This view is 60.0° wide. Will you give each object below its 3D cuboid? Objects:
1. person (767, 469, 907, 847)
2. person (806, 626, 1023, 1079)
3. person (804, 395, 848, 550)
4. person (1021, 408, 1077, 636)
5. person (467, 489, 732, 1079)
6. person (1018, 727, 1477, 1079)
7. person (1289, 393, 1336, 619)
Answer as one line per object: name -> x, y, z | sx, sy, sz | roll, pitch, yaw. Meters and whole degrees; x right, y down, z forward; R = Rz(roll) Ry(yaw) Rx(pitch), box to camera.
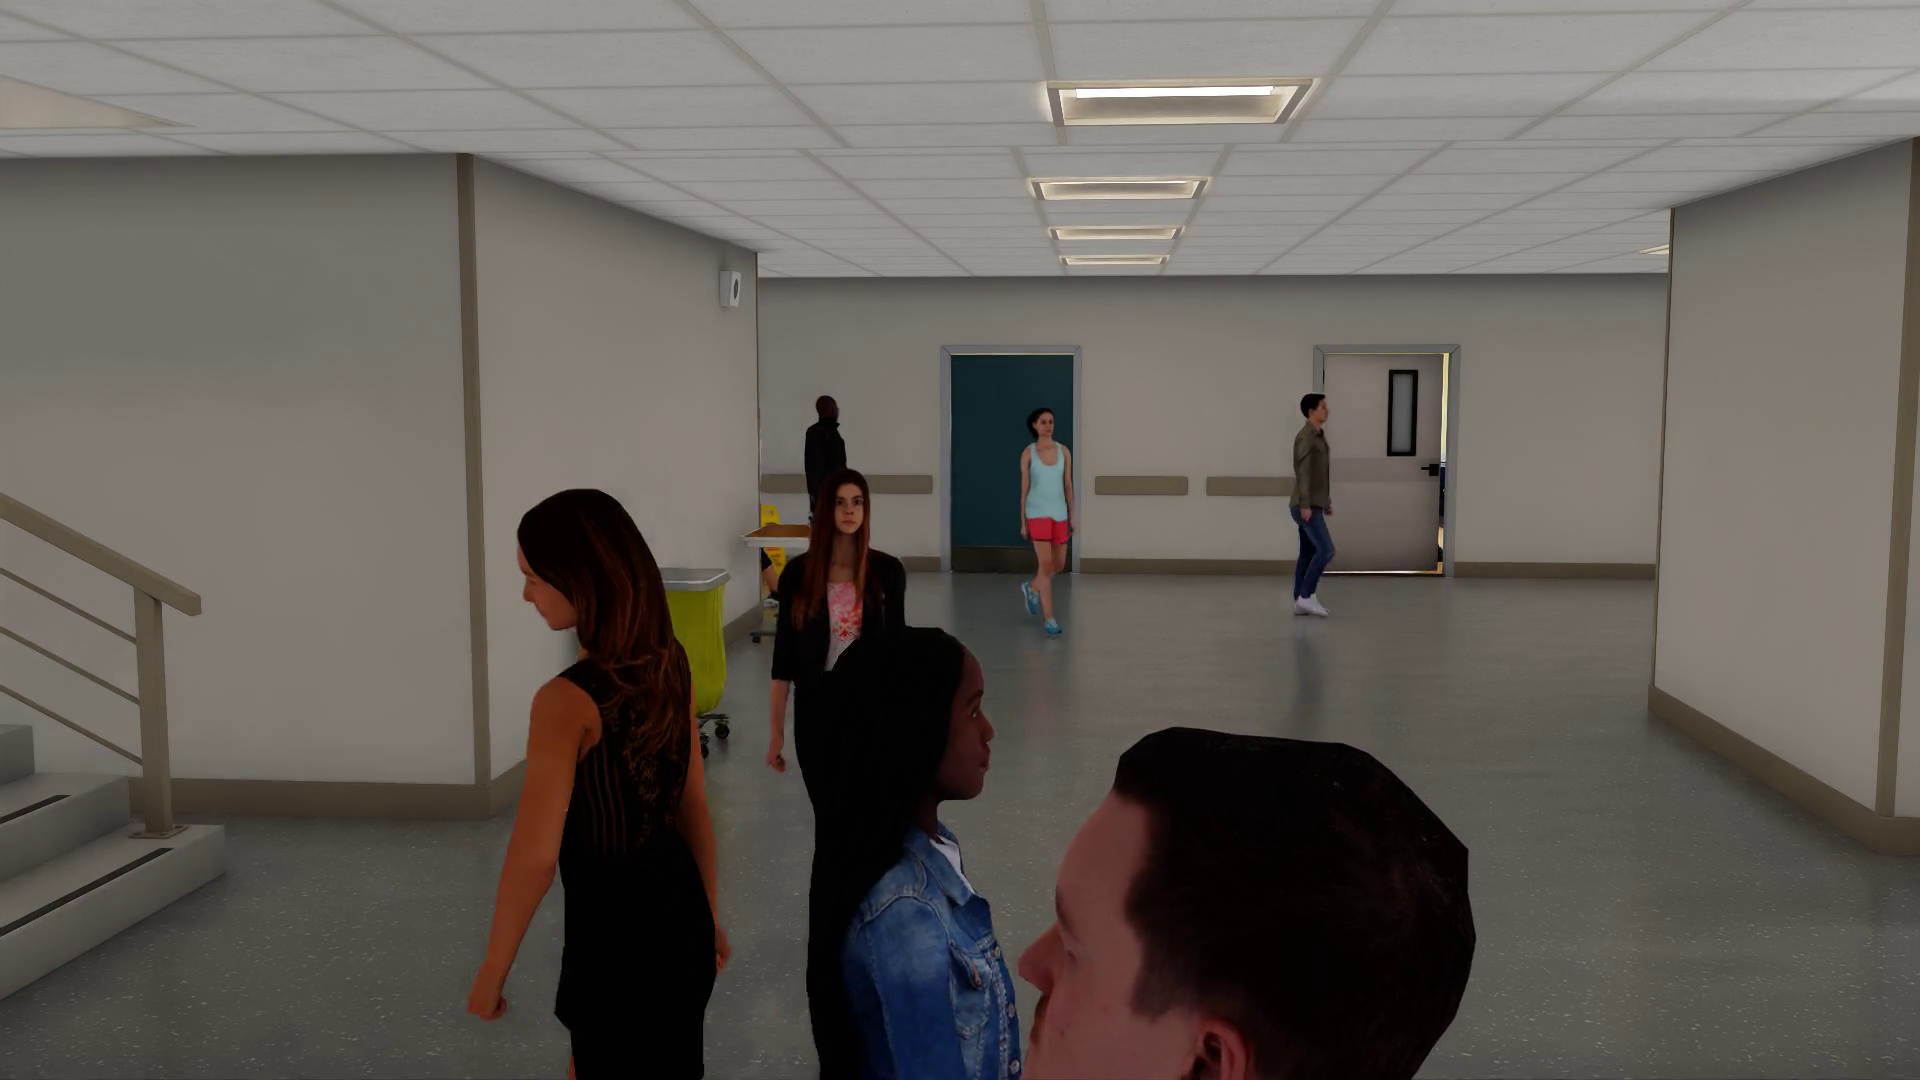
person -> -0.410, 0.604, 5.790 | 0.714, 1.694, 0.728 | 0, 6, -1
person -> -0.167, 0.965, 2.204 | 0.999, 1.694, 0.749 | 0, 6, -5
person -> -1.284, -0.466, 15.786 | 0.828, 1.823, 0.782 | -4, 7, -38
person -> 0.654, -0.146, 12.985 | 1.076, 1.747, 0.940 | -2, 6, -19
person -> -0.510, 0.829, 2.995 | 0.733, 1.807, 0.685 | 2, 6, 21
person -> 0.159, 1.013, 0.975 | 0.678, 1.844, 0.771 | 2, 6, 19
person -> 2.827, -0.286, 13.821 | 0.754, 1.857, 0.799 | 2, 6, 23
